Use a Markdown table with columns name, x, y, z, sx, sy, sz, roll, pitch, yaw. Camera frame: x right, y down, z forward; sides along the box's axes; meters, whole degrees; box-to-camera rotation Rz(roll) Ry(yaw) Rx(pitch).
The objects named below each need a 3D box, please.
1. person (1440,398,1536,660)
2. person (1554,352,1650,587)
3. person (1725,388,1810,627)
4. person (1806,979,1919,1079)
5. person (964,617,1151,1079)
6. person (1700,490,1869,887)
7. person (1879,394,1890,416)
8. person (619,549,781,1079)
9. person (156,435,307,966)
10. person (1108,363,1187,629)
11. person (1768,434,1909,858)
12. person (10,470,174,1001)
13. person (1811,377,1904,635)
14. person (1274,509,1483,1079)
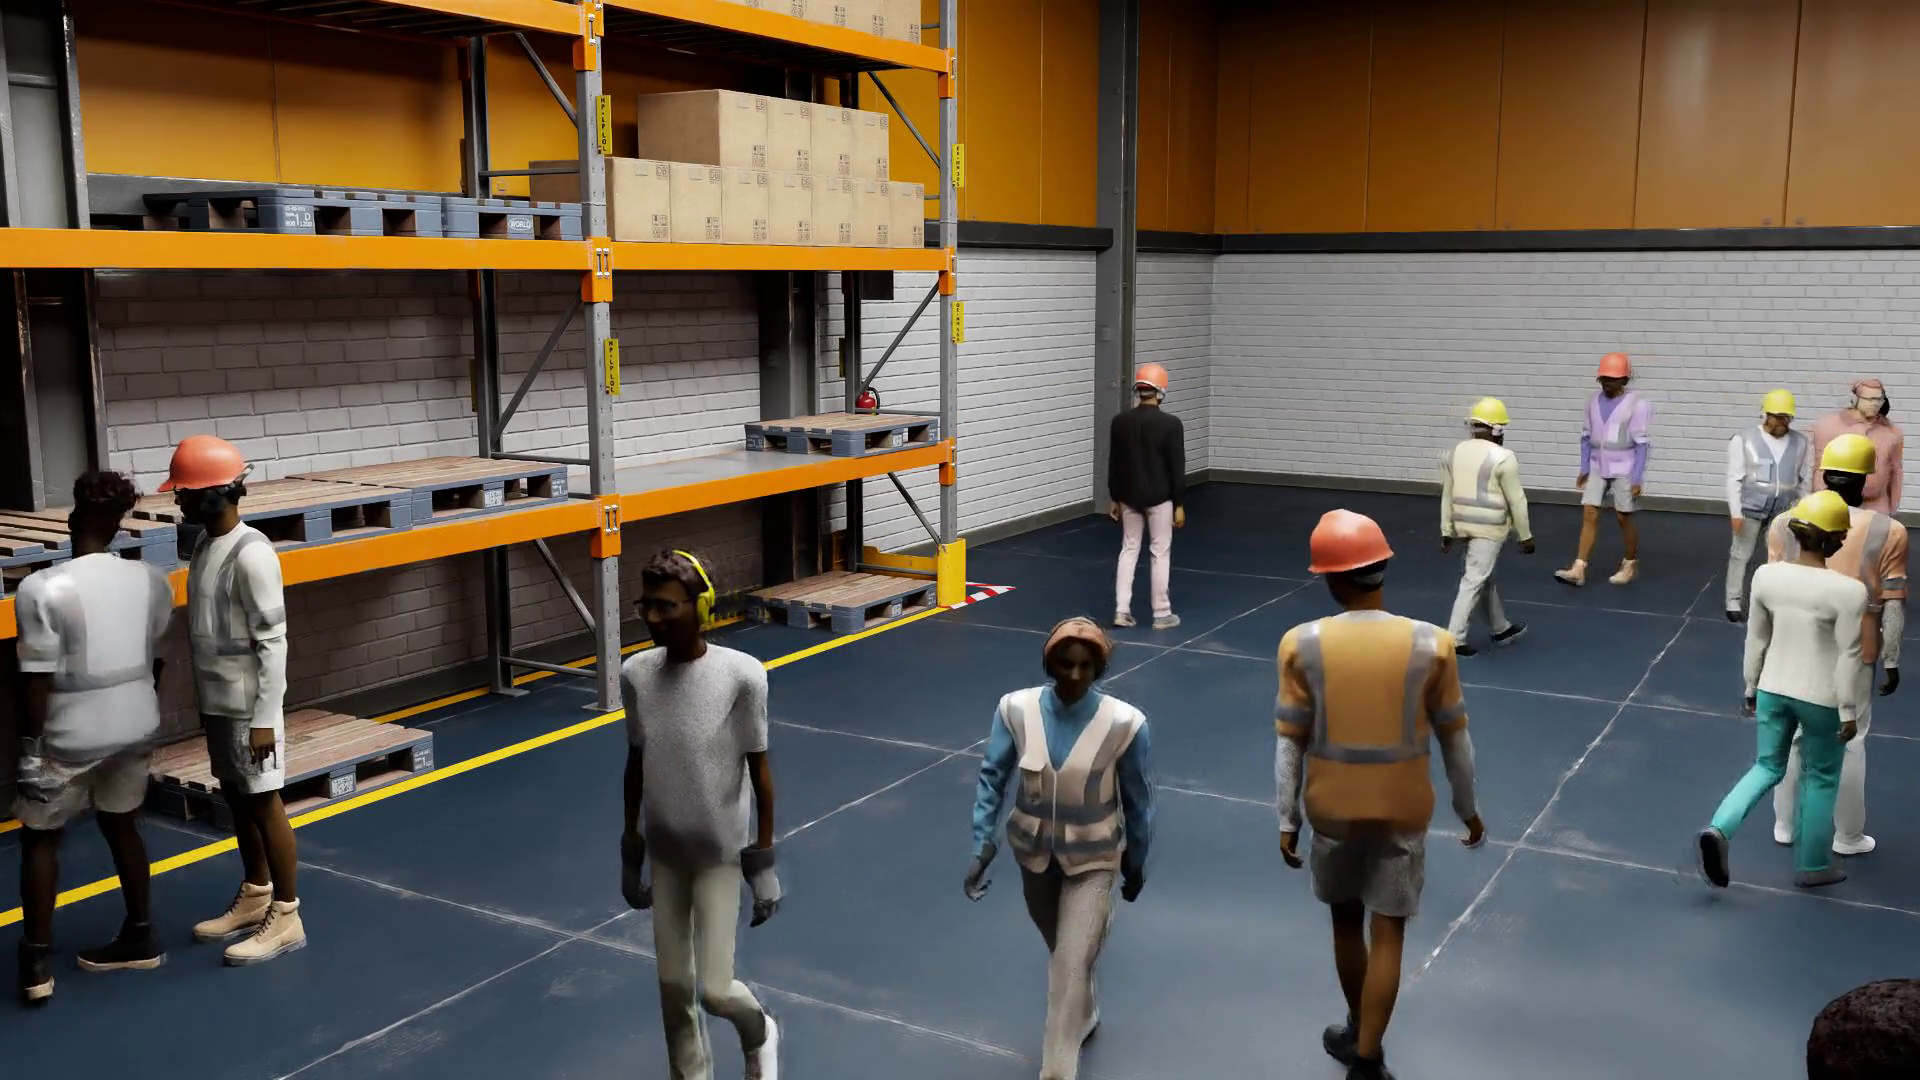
| name | x | y | z | sx | sy | sz | roll | pitch | yaw |
| --- | --- | --- | --- | --- | --- | --- | --- | --- | --- |
| person | 3.694 | -0.077 | 11.482 | 0.909 | 1.788 | 0.599 | -4 | 10 | -22 |
| person | 5.435 | -0.573 | 13.963 | 0.993 | 1.985 | 0.624 | -7 | 11 | -36 |
| person | 5.998 | -0.223 | 12.361 | 0.600 | 1.827 | 0.471 | 1 | 9 | 5 |
| person | 0.969 | 1.398 | 1.873 | 0.380 | 1.918 | 0.596 | 7 | 11 | 36 |
| person | 0.332 | 1.017 | 5.287 | 0.519 | 1.583 | 0.901 | 4 | 10 | 23 |
| person | 3.529 | 0.656 | 7.050 | 0.703 | 1.745 | 0.524 | -5 | 10 | -29 |
| person | 7.317 | -0.340 | 13.412 | 0.540 | 1.695 | 0.317 | -4 | 10 | -24 |
| person | -0.764 | 0.929 | 4.979 | 0.536 | 1.859 | 0.470 | 4 | 10 | 21 |
| person | -2.803 | 0.613 | 6.394 | 0.388 | 2.039 | 0.613 | -8 | 12 | -42 |
| person | 1.407 | -0.321 | 12.388 | 0.620 | 1.997 | 0.396 | 6 | 11 | 34 |
| person | 3.975 | 0.479 | 7.582 | 0.587 | 1.928 | 0.362 | 8 | 12 | 40 |
| person | -3.227 | 0.718 | 6.136 | 0.395 | 1.924 | 0.713 | 5 | 10 | 26 |
| person | 6.658 | -0.269 | 12.359 | 0.664 | 1.886 | 0.583 | 1 | 9 | 5 |
| person | 1.328 | 0.855 | 5.306 | 0.655 | 1.903 | 0.601 | 2 | 9 | 15 |
